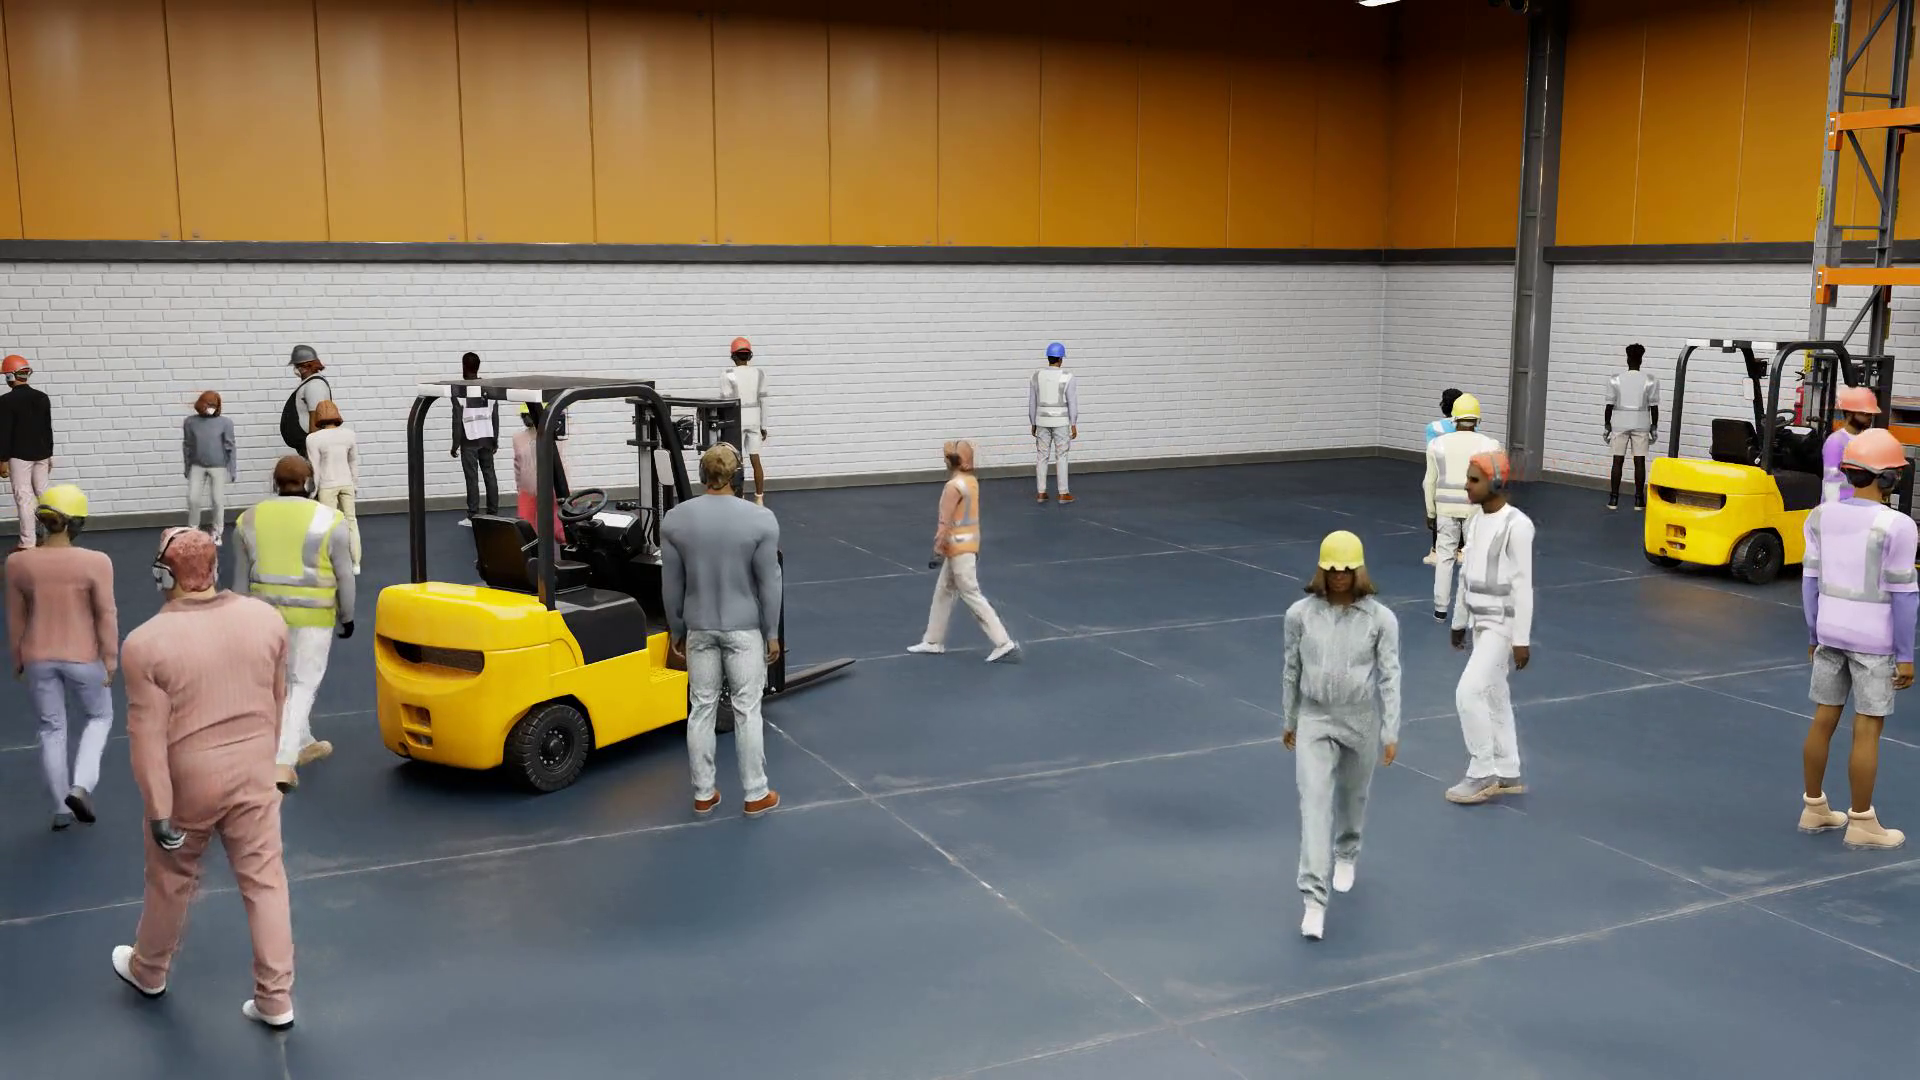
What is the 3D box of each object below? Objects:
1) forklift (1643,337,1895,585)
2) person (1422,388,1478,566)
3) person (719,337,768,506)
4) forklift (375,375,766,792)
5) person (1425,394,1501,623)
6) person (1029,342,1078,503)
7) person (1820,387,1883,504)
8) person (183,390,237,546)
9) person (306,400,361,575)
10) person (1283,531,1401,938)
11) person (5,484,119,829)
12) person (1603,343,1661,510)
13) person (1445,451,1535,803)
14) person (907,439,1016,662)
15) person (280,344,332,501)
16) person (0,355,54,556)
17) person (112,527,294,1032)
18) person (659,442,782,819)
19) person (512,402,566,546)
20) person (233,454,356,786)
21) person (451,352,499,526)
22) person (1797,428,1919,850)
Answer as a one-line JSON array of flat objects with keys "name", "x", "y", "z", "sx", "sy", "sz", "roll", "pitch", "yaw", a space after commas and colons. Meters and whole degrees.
[{"name": "forklift", "x": 7.551, "y": -0.789, "z": 15.507, "sx": 2.313, "sy": 2.155, "sz": 1.214, "roll": -4, "pitch": 10, "yaw": -25}, {"name": "person", "x": 4.653, "y": -0.589, "z": 15.835, "sx": 0.553, "sy": 1.704, "sz": 0.353, "roll": -2, "pitch": 9, "yaw": -11}, {"name": "person", "x": -2.543, "y": -1.346, "z": 19.427, "sx": 0.615, "sy": 2.040, "sz": 0.391, "roll": -6, "pitch": 11, "yaw": -34}, {"name": "forklift", "x": -2.268, "y": 0.149, "z": 9.685, "sx": 1.214, "sy": 2.155, "sz": 2.313, "roll": 6, "pitch": 11, "yaw": 32}, {"name": "person", "x": 3.995, "y": -0.240, "z": 13.208, "sx": 0.590, "sy": 1.837, "sz": 0.403, "roll": 4, "pitch": 10, "yaw": 22}, {"name": "person", "x": 1.139, "y": -1.418, "z": 20.171, "sx": 0.615, "sy": 1.945, "sz": 0.404, "roll": 4, "pitch": 10, "yaw": 24}, {"name": "person", "x": 6.868, "y": -0.223, "z": 12.835, "sx": 0.564, "sy": 1.918, "sz": 0.404, "roll": -6, "pitch": 11, "yaw": -34}, {"name": "person", "x": -7.631, "y": -0.729, "z": 16.915, "sx": 0.564, "sy": 1.607, "sz": 0.363, "roll": -1, "pitch": 9, "yaw": -6}, {"name": "person", "x": -5.738, "y": -0.466, "z": 15.231, "sx": 0.289, "sy": 1.633, "sz": 0.500, "roll": 7, "pitch": 12, "yaw": 39}, {"name": "person", "x": 1.653, "y": 0.791, "z": 7.240, "sx": 0.502, "sy": 1.695, "sz": 0.895, "roll": 2, "pitch": 9, "yaw": 15}, {"name": "person", "x": -4.481, "y": 0.597, "z": 8.313, "sx": 0.541, "sy": 1.749, "sz": 0.425, "roll": -2, "pitch": 9, "yaw": -10}, {"name": "person", "x": 7.890, "y": -1.329, "z": 19.559, "sx": 0.613, "sy": 1.964, "sz": 0.361, "roll": 4, "pitch": 10, "yaw": 22}, {"name": "person", "x": 2.747, "y": 0.461, "z": 8.762, "sx": 0.636, "sy": 1.861, "sz": 0.611, "roll": -1, "pitch": 9, "yaw": -7}, {"name": "person", "x": 0.028, "y": 0.073, "z": 11.967, "sx": 0.830, "sy": 1.604, "sz": 0.510, "roll": 2, "pitch": 9, "yaw": 13}, {"name": "person", "x": -6.961, "y": -1.075, "z": 17.754, "sx": 0.536, "sy": 2.000, "sz": 0.677, "roll": -3, "pitch": 10, "yaw": -20}, {"name": "person", "x": -9.209, "y": -0.827, "z": 16.387, "sx": 0.402, "sy": 1.986, "sz": 0.609, "roll": 2, "pitch": 9, "yaw": 13}, {"name": "person", "x": -2.851, "y": 0.872, "z": 6.238, "sx": 0.974, "sy": 1.862, "sz": 0.649, "roll": 8, "pitch": 12, "yaw": 40}, {"name": "person", "x": -1.212, "y": 0.465, "z": 8.514, "sx": 0.629, "sy": 1.940, "sz": 0.376, "roll": 2, "pitch": 9, "yaw": 11}, {"name": "person", "x": -3.709, "y": -0.441, "z": 14.770, "sx": 0.527, "sy": 1.730, "sz": 0.883, "roll": 3, "pitch": 10, "yaw": 18}, {"name": "person", "x": -3.674, "y": 0.435, "z": 9.144, "sx": 0.640, "sy": 1.802, "sz": 0.814, "roll": 1, "pitch": 9, "yaw": 7}, {"name": "person", "x": -5.329, "y": -1.103, "z": 18.306, "sx": 0.392, "sy": 1.919, "sz": 0.590, "roll": 8, "pitch": 12, "yaw": 39}, {"name": "person", "x": 4.382, "y": 0.478, "z": 8.100, "sx": 0.364, "sy": 2.048, "sz": 0.608, "roll": -4, "pitch": 10, "yaw": -22}]
